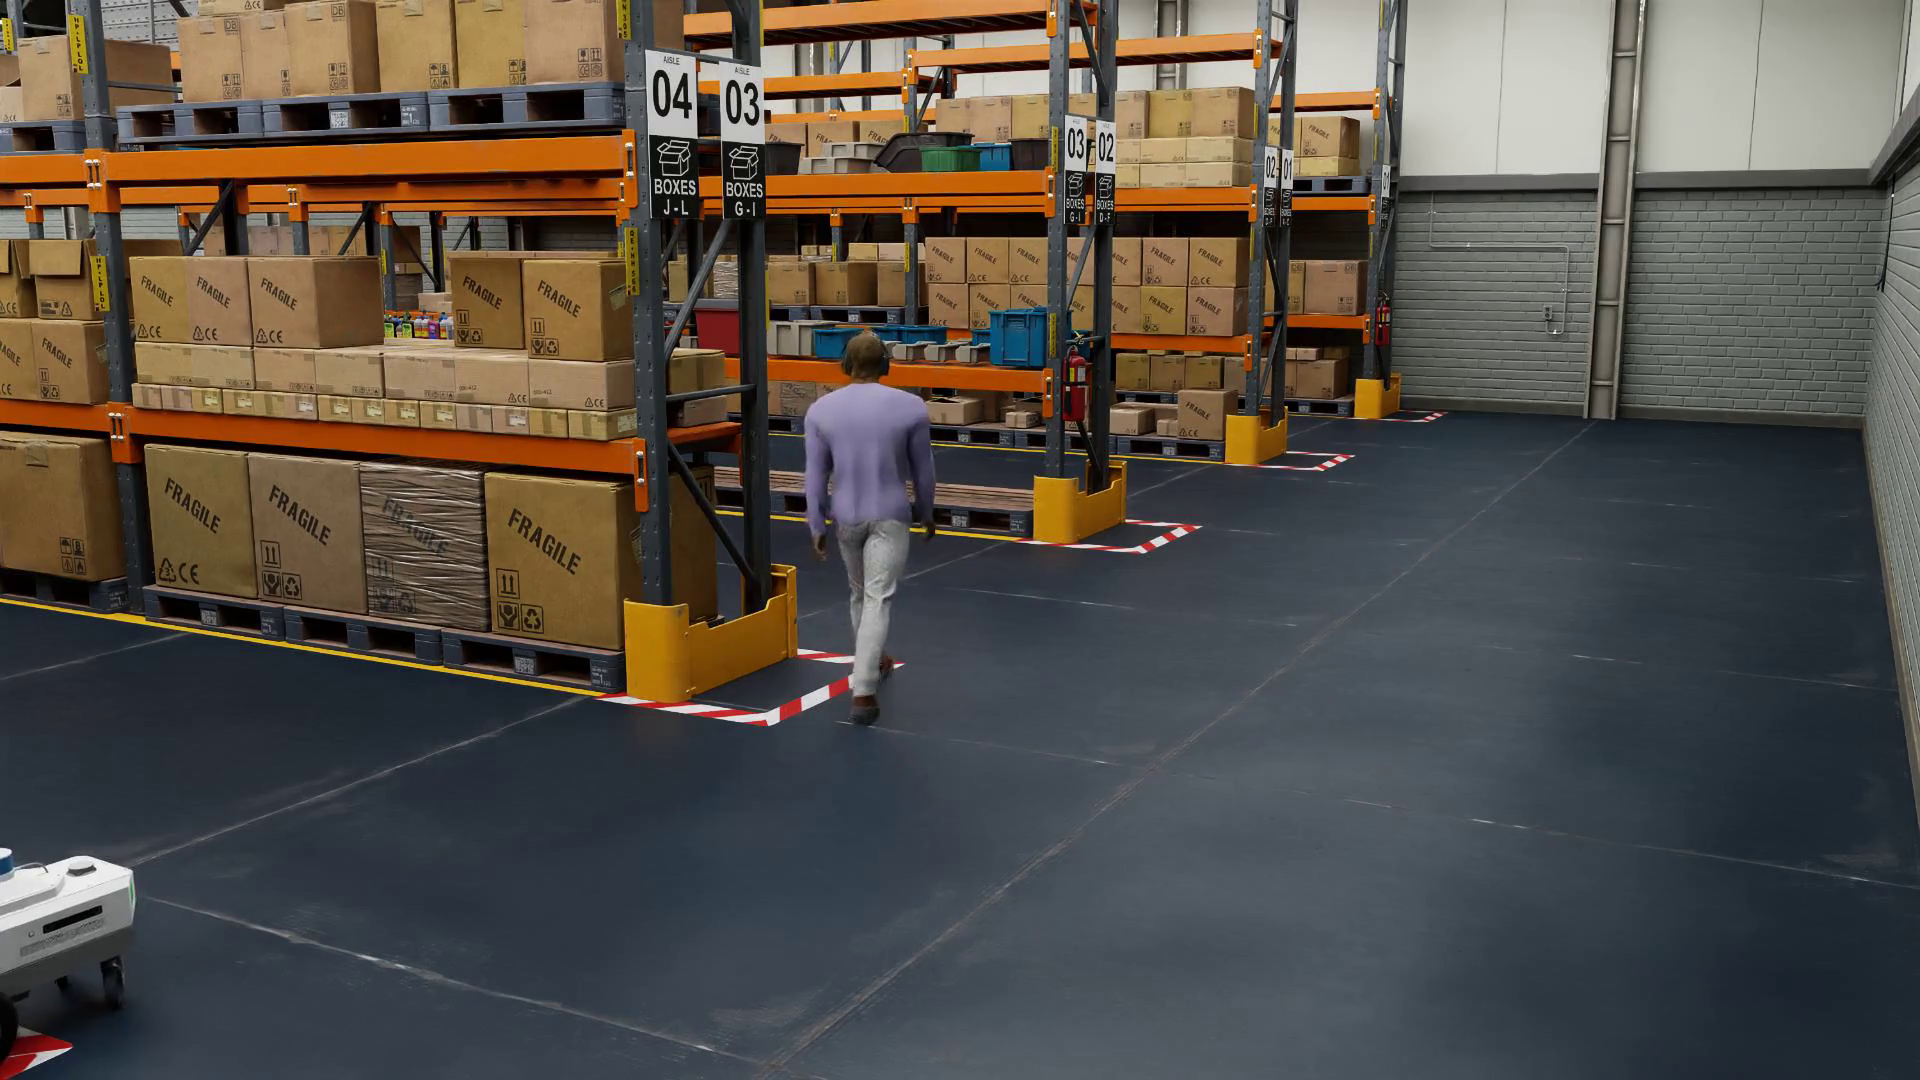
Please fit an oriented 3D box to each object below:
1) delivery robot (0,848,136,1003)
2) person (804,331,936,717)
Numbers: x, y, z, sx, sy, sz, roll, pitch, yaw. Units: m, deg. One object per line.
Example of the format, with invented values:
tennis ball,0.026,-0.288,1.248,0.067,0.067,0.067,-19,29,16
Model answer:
delivery robot,-2.814,1.148,4.881,0.477,0.478,0.707,6,12,30
person,-0.456,-0.098,8.338,0.623,1.889,1.045,2,11,11
